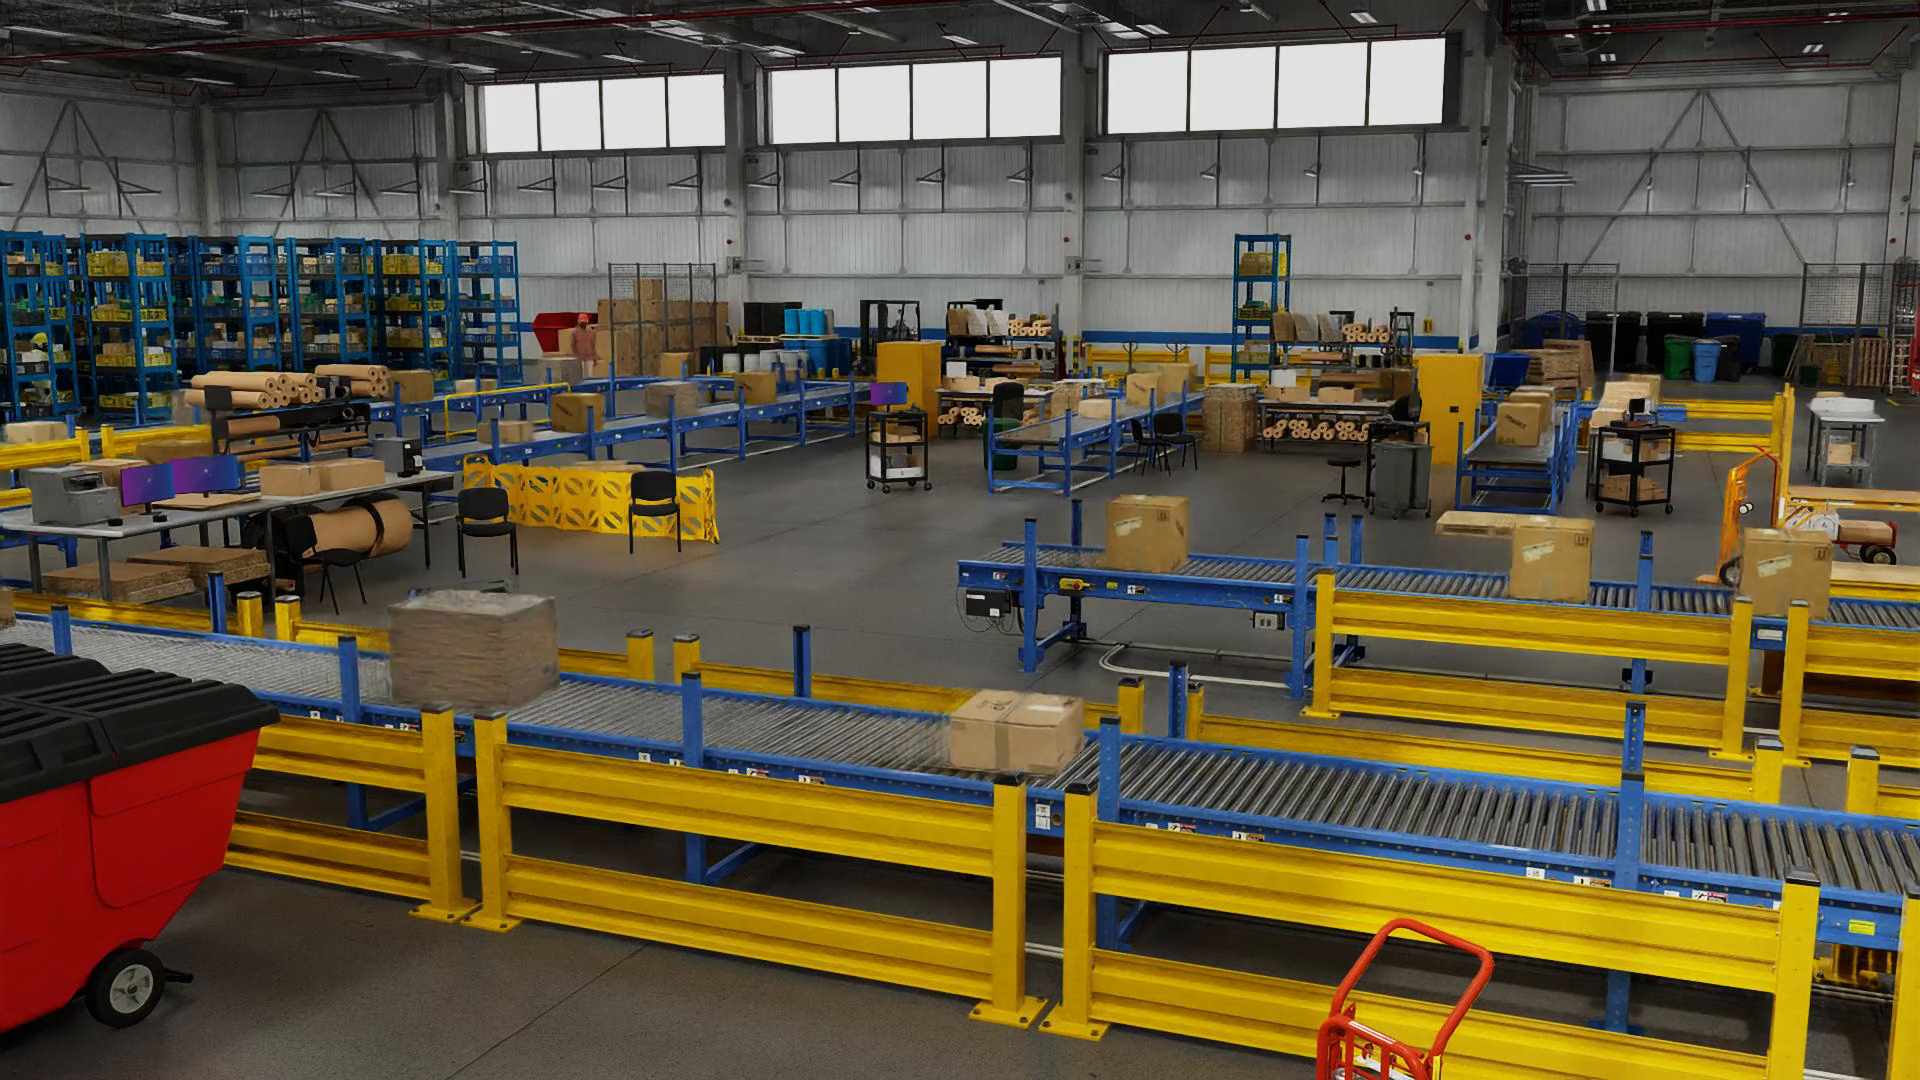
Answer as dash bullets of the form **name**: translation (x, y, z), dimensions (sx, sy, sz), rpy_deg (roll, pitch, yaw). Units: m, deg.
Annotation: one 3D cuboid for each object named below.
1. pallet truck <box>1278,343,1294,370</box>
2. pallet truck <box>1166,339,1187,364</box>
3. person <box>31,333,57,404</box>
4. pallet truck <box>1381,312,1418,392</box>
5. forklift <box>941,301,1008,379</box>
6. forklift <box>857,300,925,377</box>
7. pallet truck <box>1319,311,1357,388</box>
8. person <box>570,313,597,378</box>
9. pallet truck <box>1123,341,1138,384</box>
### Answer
- **pallet truck**: translation (7.886, -4.163, 39.743), dimensions (0.653, 1.274, 1.630), rpy_deg (4, 10, 22)
- **pallet truck**: translation (5.418, -4.269, 40.420), dimensions (0.704, 1.261, 1.522), rpy_deg (3, 10, 20)
- **person**: translation (-16.423, -2.790, 29.821), dimensions (0.404, 1.830, 0.603), rpy_deg (-8, 12, -39)
- **pallet truck**: translation (10.207, -4.283, 38.369), dimensions (0.823, 1.965, 1.885), rpy_deg (3, 10, 20)
- **forklift**: translation (0.365, -4.966, 41.571), dimensions (1.157, 1.987, 2.680), rpy_deg (3, 10, 20)
- **forklift**: translation (-1.732, -5.109, 42.468), dimensions (1.157, 1.987, 2.680), rpy_deg (4, 10, 22)
- **pallet truck**: translation (9.071, -4.419, 39.190), dimensions (0.823, 1.965, 1.885), rpy_deg (5, 10, 26)
- **person**: translation (-8.278, -3.990, 36.608), dimensions (0.622, 1.990, 0.391), rpy_deg (-8, 12, -40)
- **pallet truck**: translation (4.445, -4.380, 41.279), dimensions (0.680, 1.201, 1.601), rpy_deg (4, 10, 22)
